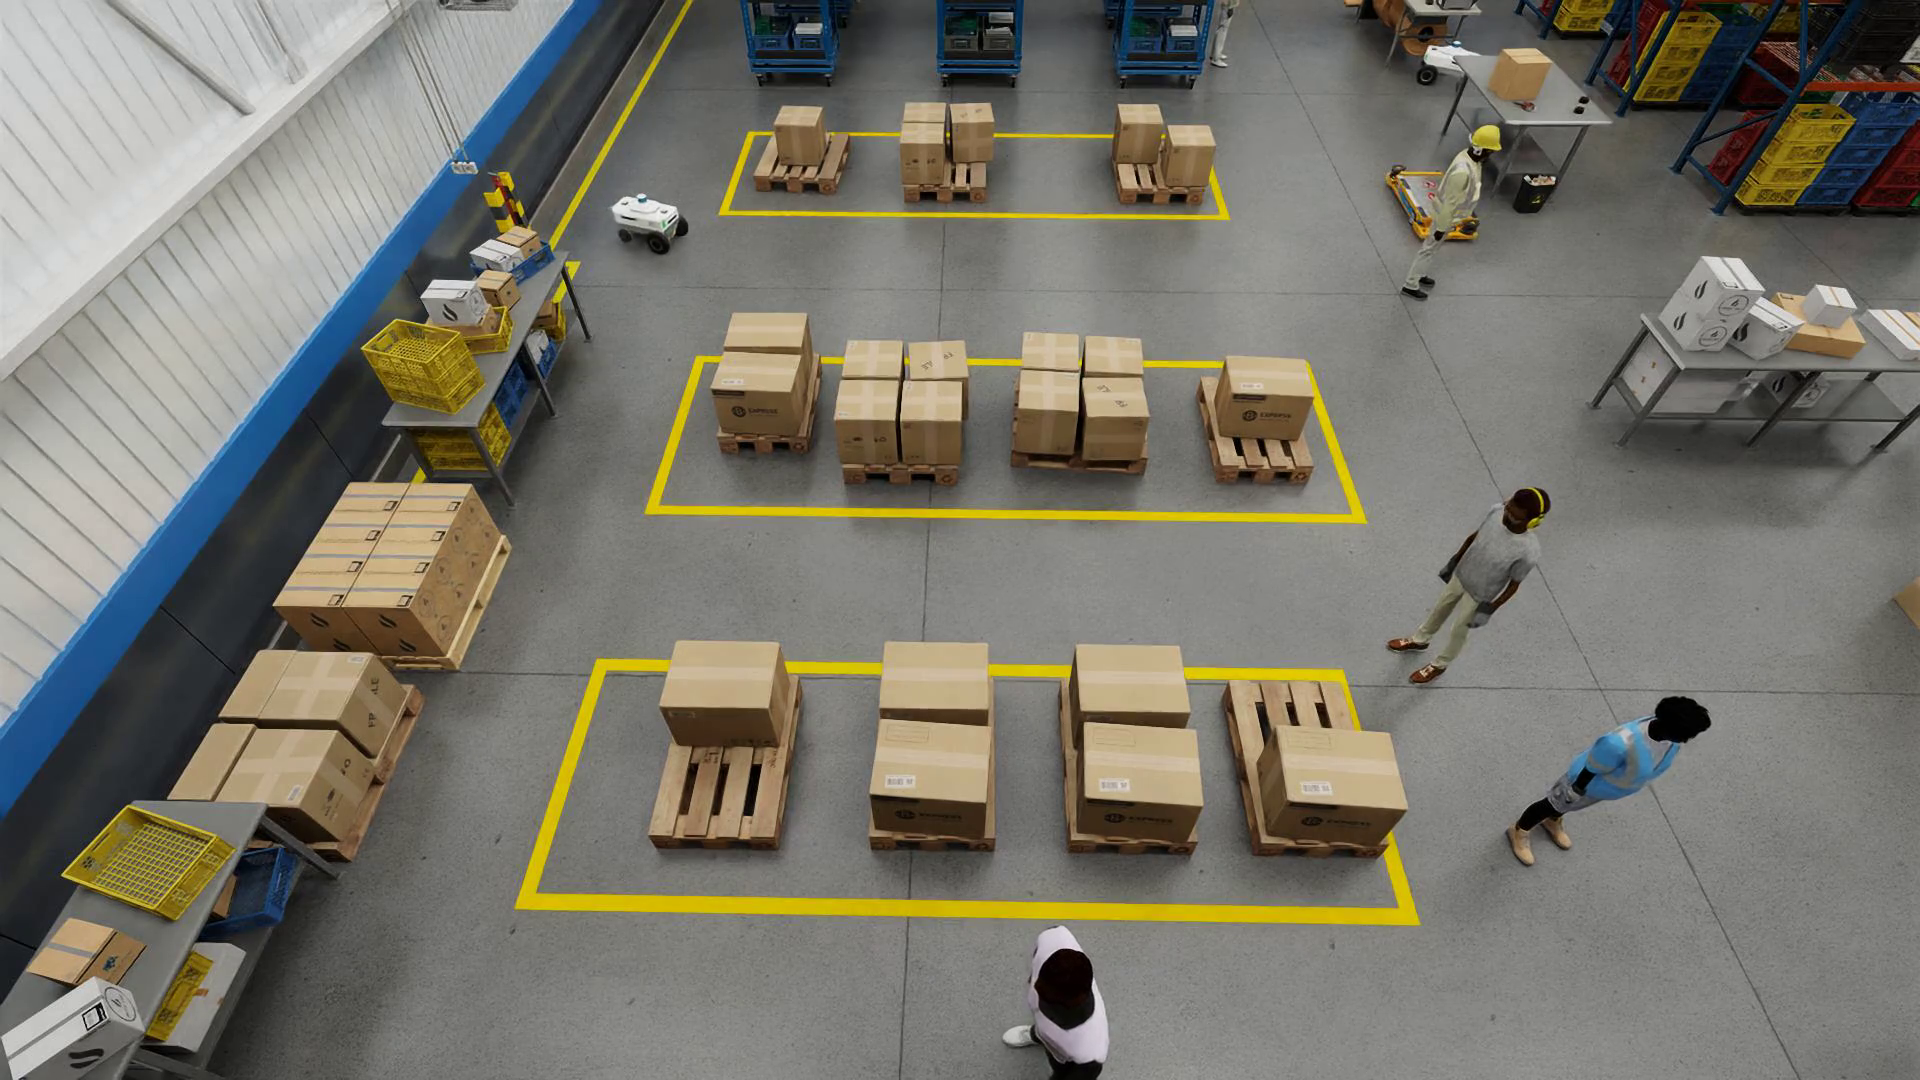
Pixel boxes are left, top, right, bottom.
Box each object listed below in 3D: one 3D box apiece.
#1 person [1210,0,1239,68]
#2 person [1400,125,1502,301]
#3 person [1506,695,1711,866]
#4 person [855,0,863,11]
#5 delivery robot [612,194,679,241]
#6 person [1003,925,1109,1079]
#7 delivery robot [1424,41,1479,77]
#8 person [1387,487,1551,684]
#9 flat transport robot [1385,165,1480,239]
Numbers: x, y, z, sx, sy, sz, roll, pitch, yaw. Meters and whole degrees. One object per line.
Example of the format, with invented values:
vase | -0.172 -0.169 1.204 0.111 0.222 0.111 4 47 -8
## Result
person | 3.956 -7.852 13.412 0.315 1.638 0.517 9 50 8
person | 5.016 -3.337 9.386 0.403 1.823 0.594 24 53 20
person | 3.768 1.400 5.367 0.532 1.696 0.318 -14 51 -12
person | -1.813 -9.700 14.812 0.667 1.950 0.619 -22 52 -18
delivery robot | -3.585 -3.708 10.475 0.707 0.478 0.477 15 51 13
person | 0.487 2.334 4.413 0.394 1.919 0.590 -13 50 -11
delivery robot | 7.120 -6.972 13.303 0.707 0.478 0.477 20 52 16
person | 3.448 0.314 6.192 0.328 1.873 0.512 -10 50 -8
flat transport robot | 5.692 -4.094 11.059 0.652 0.197 1.431 1 49 1
